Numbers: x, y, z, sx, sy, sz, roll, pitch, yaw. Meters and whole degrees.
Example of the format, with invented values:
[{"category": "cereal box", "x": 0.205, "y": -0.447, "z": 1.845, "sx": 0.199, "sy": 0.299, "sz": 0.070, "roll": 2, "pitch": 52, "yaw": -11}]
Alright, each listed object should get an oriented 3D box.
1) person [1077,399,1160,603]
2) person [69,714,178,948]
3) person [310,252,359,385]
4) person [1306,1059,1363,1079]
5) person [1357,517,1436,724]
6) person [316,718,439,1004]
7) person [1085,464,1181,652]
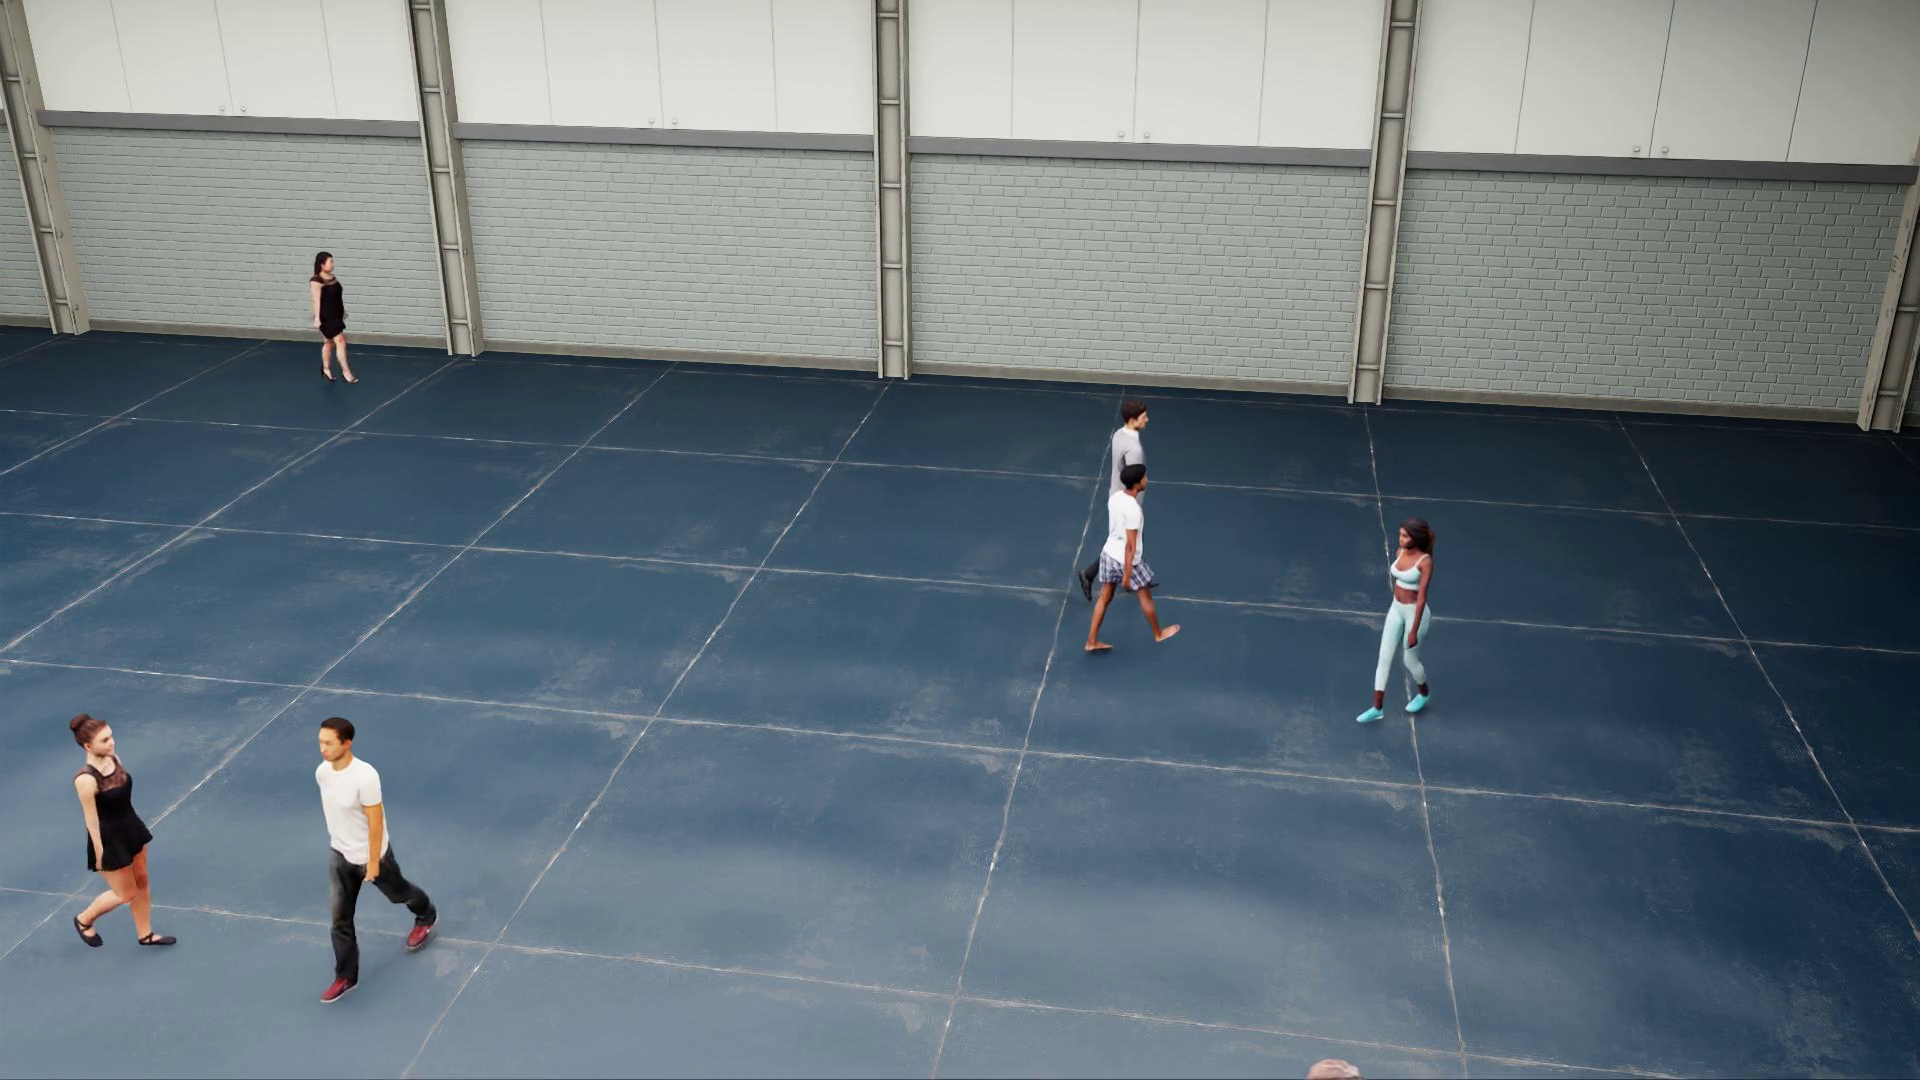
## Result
[{"category": "person", "x": 1.433, "y": -0.352, "z": 15.101, "sx": 1.172, "sy": 1.906, "sz": 0.966, "roll": -4, "pitch": 23, "yaw": -9}, {"category": "person", "x": -5.287, "y": 1.834, "z": 10.267, "sx": 0.820, "sy": 1.665, "sz": 0.639, "roll": 0, "pitch": 23, "yaw": 0}, {"category": "person", "x": -8.103, "y": -2.808, "z": 21.148, "sx": 0.796, "sy": 1.693, "sz": 0.741, "roll": 1, "pitch": 23, "yaw": 2}, {"category": "person", "x": 1.559, "y": 3.019, "z": 7.218, "sx": 0.532, "sy": 1.871, "sz": 0.660, "roll": 5, "pitch": 23, "yaw": 11}, {"category": "person", "x": 3.579, "y": 0.632, "z": 13.074, "sx": 1.050, "sy": 1.681, "sz": 0.949, "roll": -11, "pitch": 25, "yaw": -25}, {"category": "person", "x": -3.550, "y": 1.850, "z": 10.109, "sx": 1.161, "sy": 1.760, "sz": 0.832, "roll": 8, "pitch": 24, "yaw": 18}, {"category": "person", "x": 1.299, "y": 0.197, "z": 14.086, "sx": 1.193, "sy": 1.689, "sz": 1.035, "roll": -9, "pitch": 25, "yaw": -20}]
